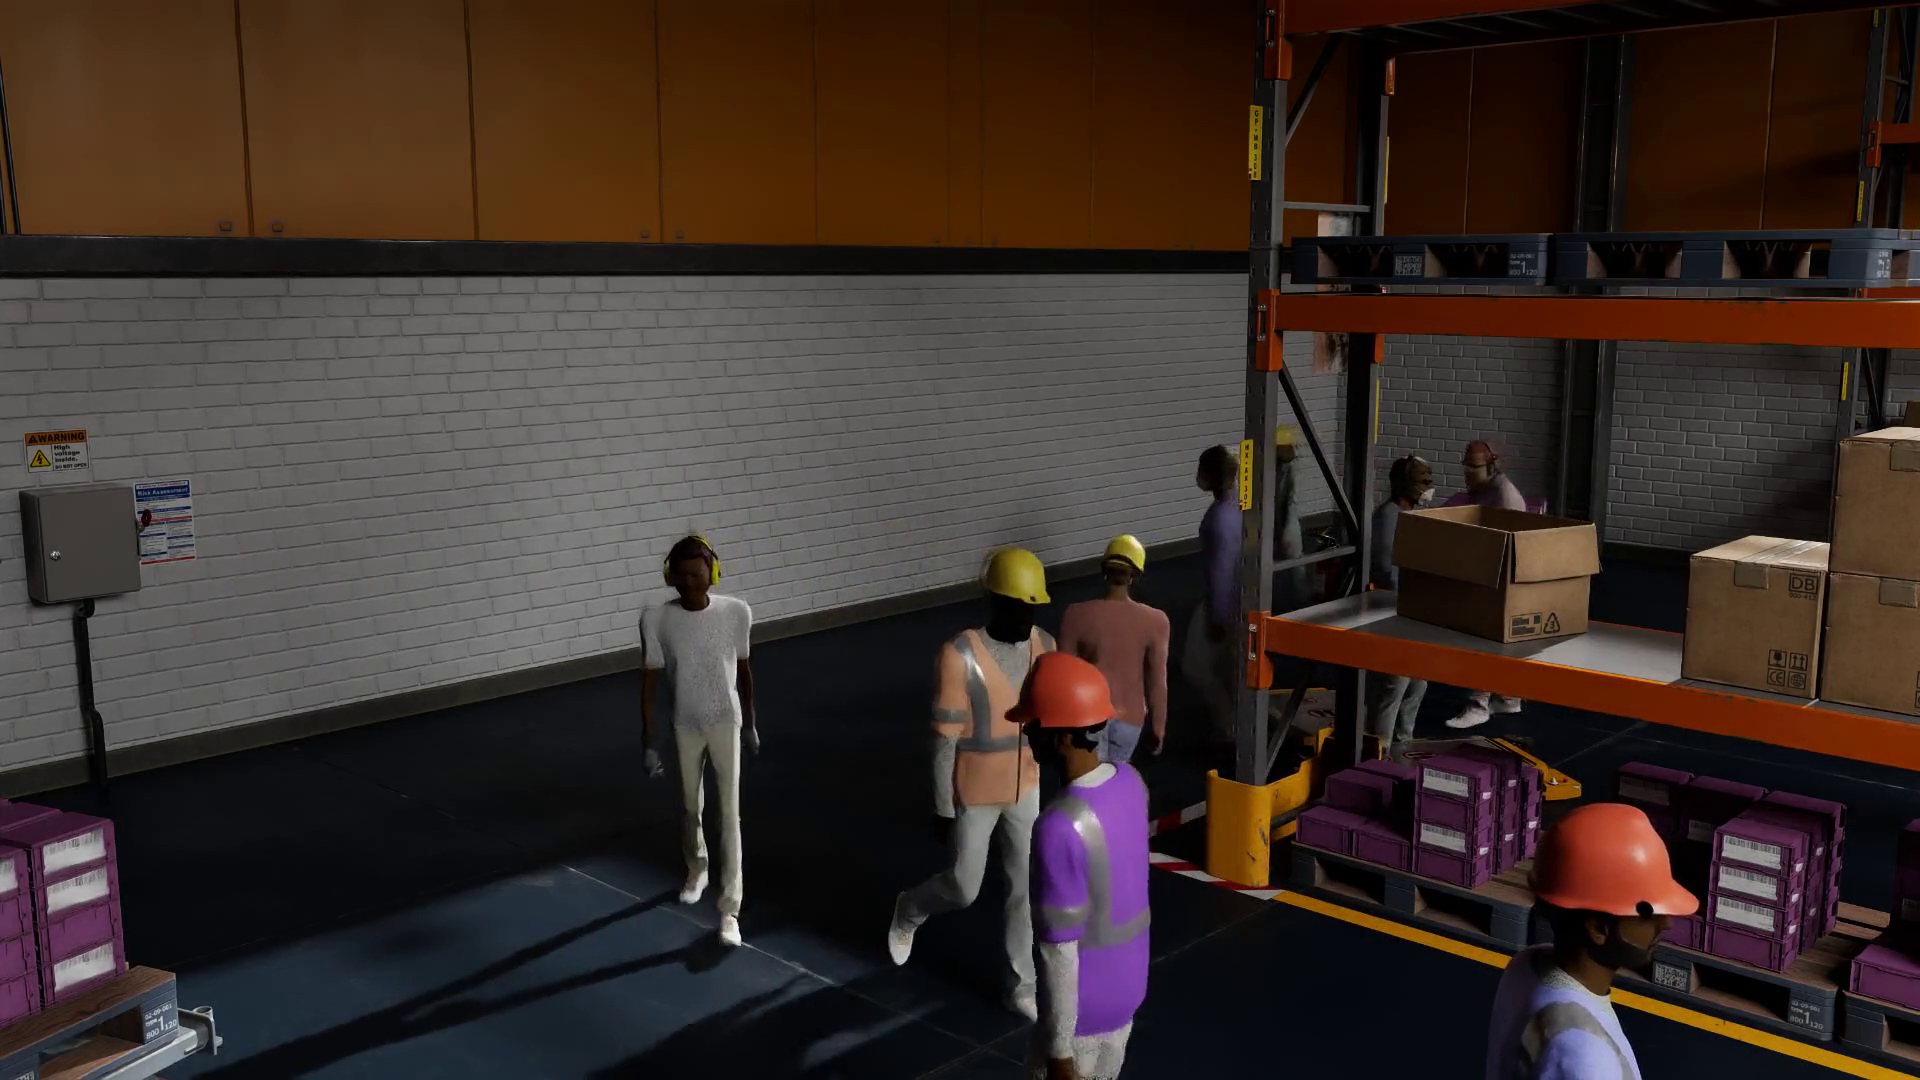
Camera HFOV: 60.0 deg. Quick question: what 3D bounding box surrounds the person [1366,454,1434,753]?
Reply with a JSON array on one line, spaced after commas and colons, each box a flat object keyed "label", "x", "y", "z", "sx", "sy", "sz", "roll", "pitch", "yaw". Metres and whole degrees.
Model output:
[{"label": "person", "x": 2.490, "y": 0.476, "z": 9.358, "sx": 0.405, "sy": 1.932, "sz": 0.632, "roll": 5, "pitch": 11, "yaw": 29}]

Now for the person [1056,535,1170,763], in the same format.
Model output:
[{"label": "person", "x": 0.694, "y": 0.842, "z": 7.782, "sx": 0.589, "sy": 1.708, "sz": 0.870, "roll": -1, "pitch": 9, "yaw": -4}]

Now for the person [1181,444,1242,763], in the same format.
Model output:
[{"label": "person", "x": 1.559, "y": 0.387, "z": 9.902, "sx": 0.421, "sy": 1.927, "sz": 0.647, "roll": 4, "pitch": 10, "yaw": 23}]

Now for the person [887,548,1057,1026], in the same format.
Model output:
[{"label": "person", "x": 0.077, "y": 0.939, "z": 6.610, "sx": 0.595, "sy": 1.898, "sz": 0.788, "roll": -7, "pitch": 12, "yaw": -37}]

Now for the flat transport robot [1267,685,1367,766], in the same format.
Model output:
[{"label": "flat transport robot", "x": 2.220, "y": 1.143, "z": 10.313, "sx": 0.652, "sy": 0.197, "sz": 1.431, "roll": -2, "pitch": 9, "yaw": -10}]

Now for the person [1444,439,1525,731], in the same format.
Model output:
[{"label": "person", "x": 3.383, "y": 0.288, "z": 10.688, "sx": 0.749, "sy": 1.865, "sz": 0.740, "roll": -1, "pitch": 9, "yaw": -6}]

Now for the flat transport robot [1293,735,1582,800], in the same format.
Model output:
[{"label": "flat transport robot", "x": 2.670, "y": 1.300, "z": 9.356, "sx": 1.431, "sy": 0.197, "sz": 0.652, "roll": -2, "pitch": 9, "yaw": -10}]

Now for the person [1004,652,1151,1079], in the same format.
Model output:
[{"label": "person", "x": 0.409, "y": 1.256, "z": 4.585, "sx": 0.612, "sy": 1.918, "sz": 0.556, "roll": 6, "pitch": 11, "yaw": 31}]

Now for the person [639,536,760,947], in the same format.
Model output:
[{"label": "person", "x": -1.164, "y": 0.854, "z": 7.437, "sx": 0.531, "sy": 1.799, "sz": 0.971, "roll": -1, "pitch": 9, "yaw": -8}]

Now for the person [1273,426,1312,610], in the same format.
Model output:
[{"label": "person", "x": 2.497, "y": -0.055, "z": 13.304, "sx": 0.913, "sy": 1.695, "sz": 0.506, "roll": -5, "pitch": 10, "yaw": -28}]

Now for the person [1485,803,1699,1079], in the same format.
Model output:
[{"label": "person", "x": 1.206, "y": 1.456, "z": 3.300, "sx": 0.374, "sy": 1.939, "sz": 0.545, "roll": 1, "pitch": 9, "yaw": 9}]
